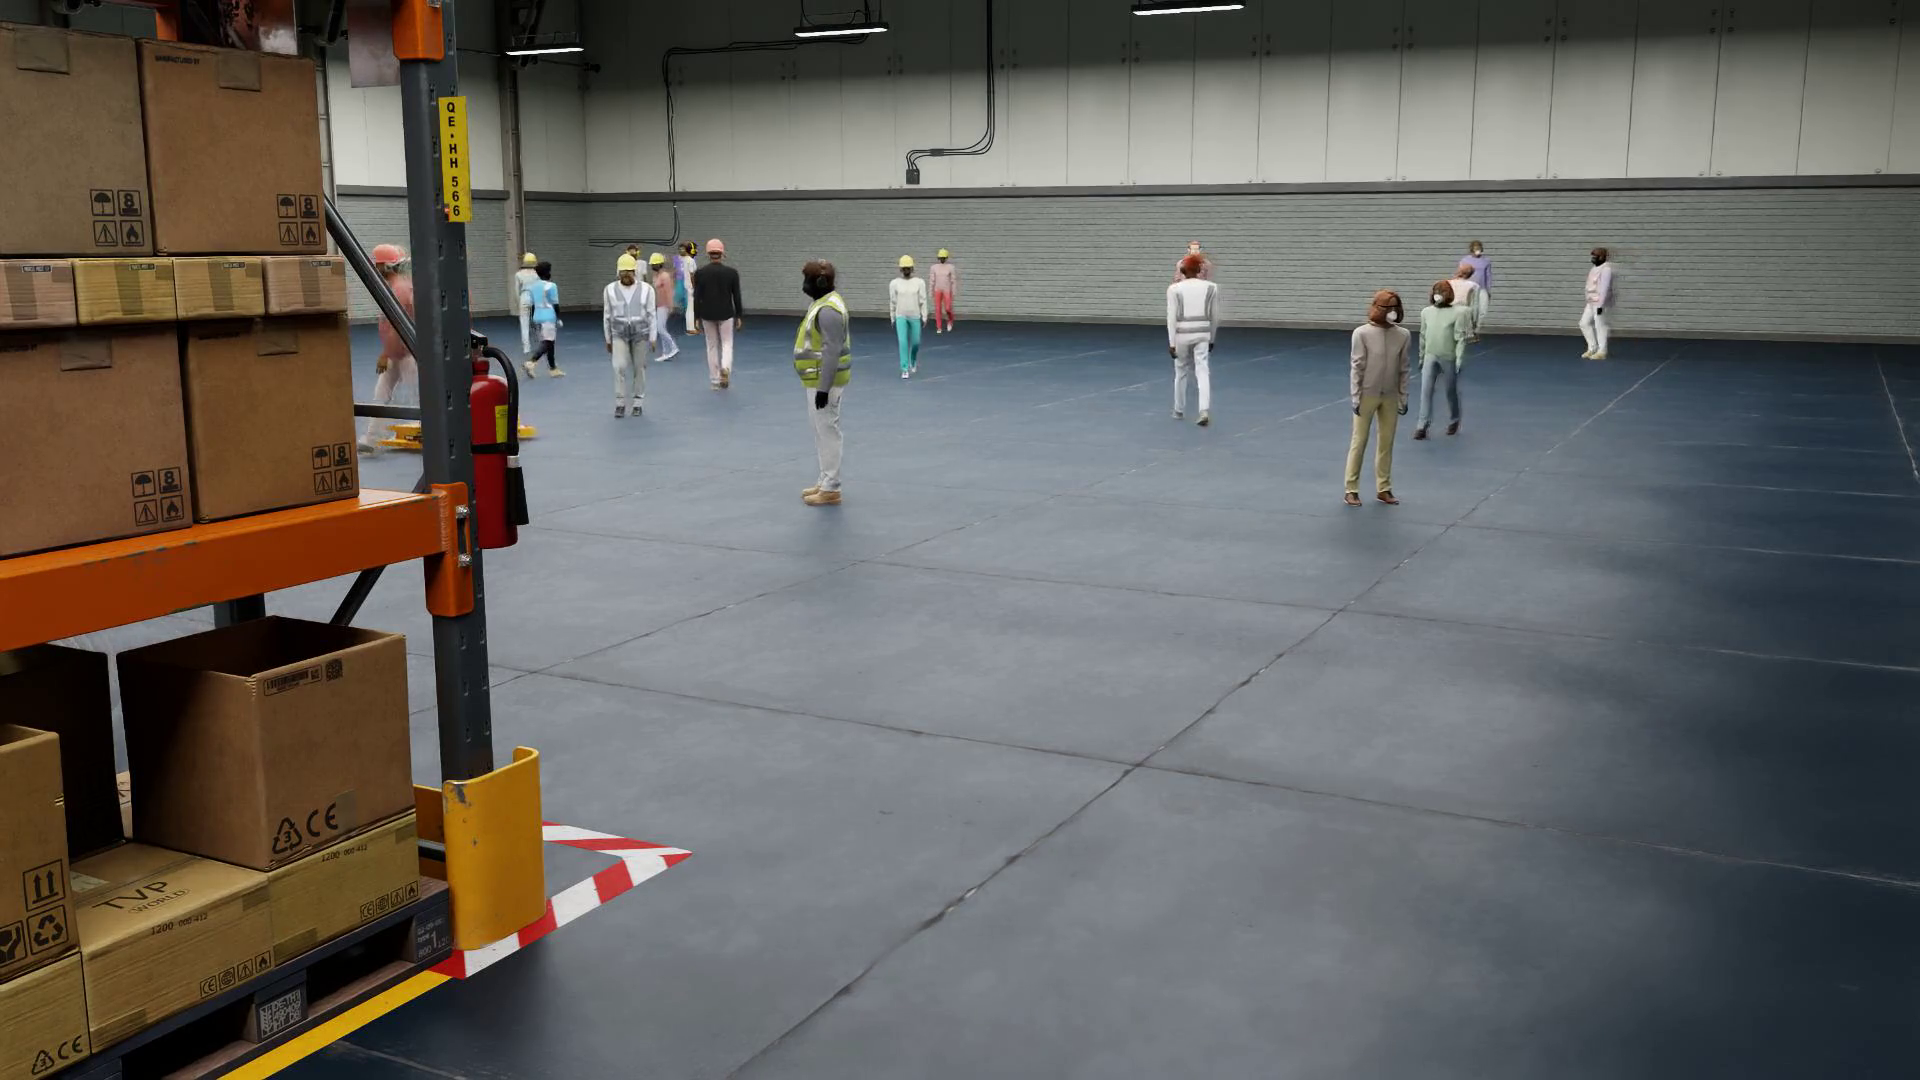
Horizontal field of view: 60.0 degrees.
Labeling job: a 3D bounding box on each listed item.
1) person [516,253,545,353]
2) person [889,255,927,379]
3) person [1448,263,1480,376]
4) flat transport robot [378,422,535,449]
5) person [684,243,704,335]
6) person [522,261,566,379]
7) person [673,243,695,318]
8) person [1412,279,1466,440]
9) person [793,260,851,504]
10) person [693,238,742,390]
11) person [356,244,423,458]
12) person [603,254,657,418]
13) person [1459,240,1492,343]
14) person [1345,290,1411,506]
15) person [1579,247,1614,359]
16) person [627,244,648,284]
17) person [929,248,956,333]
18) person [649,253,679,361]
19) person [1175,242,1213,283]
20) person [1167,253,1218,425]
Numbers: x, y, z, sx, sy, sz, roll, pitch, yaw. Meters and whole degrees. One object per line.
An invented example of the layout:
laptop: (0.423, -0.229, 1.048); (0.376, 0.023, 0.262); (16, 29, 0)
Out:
person: (-7.470, -4.131, 29.015); (0.498, 1.697, 0.898); (0, 10, 1)
person: (-0.746, -3.190, 23.726); (0.532, 1.744, 0.620); (-1, 10, -4)
person: (7.170, -3.156, 23.871); (0.534, 1.616, 0.427); (5, 11, 23)
flat transport robot: (-4.870, -1.059, 16.150); (0.652, 0.197, 1.431); (5, 12, 27)
person: (-5.462, -5.130, 33.997); (0.325, 1.868, 0.524); (-4, 11, -19)
person: (-5.896, -3.101, 23.452); (0.530, 1.671, 0.747); (9, 14, 42)
person: (-6.754, -6.337, 40.686); (0.587, 1.821, 0.490); (2, 11, 10)
person: (4.831, -1.816, 16.677); (0.510, 1.590, 0.842); (8, 13, 38)
person: (-1.042, -1.189, 12.596); (0.429, 1.840, 0.656); (-2, 11, -9)
person: (-3.156, -2.922, 21.635); (0.636, 1.978, 0.663); (-1, 10, -7)
person: (-5.105, -1.701, 15.114); (1.017, 1.945, 0.616); (-5, 12, -27)
person: (-3.662, -2.253, 18.483); (0.597, 1.807, 0.739); (-2, 11, -9)
person: (9.709, -4.671, 31.331); (0.664, 1.925, 0.444); (-1, 10, -7)
person: (3.141, -1.059, 12.469); (0.501, 1.626, 0.306); (-3, 11, -14)
person: (10.389, -3.853, 27.149); (0.517, 1.820, 0.652); (0, 10, 3)
person: (-6.435, -4.950, 33.039); (0.520, 1.856, 0.665); (-2, 11, -10)
person: (-0.361, -5.140, 34.368); (0.542, 1.750, 0.385); (2, 11, 8)
person: (-4.799, -3.725, 26.667); (0.376, 1.744, 0.554); (-6, 12, -29)
person: (4.074, -4.250, 29.083); (0.653, 1.906, 0.408); (2, 11, 12)
person: (2.506, -2.164, 17.928); (0.573, 1.843, 1.017); (0, 10, -2)
